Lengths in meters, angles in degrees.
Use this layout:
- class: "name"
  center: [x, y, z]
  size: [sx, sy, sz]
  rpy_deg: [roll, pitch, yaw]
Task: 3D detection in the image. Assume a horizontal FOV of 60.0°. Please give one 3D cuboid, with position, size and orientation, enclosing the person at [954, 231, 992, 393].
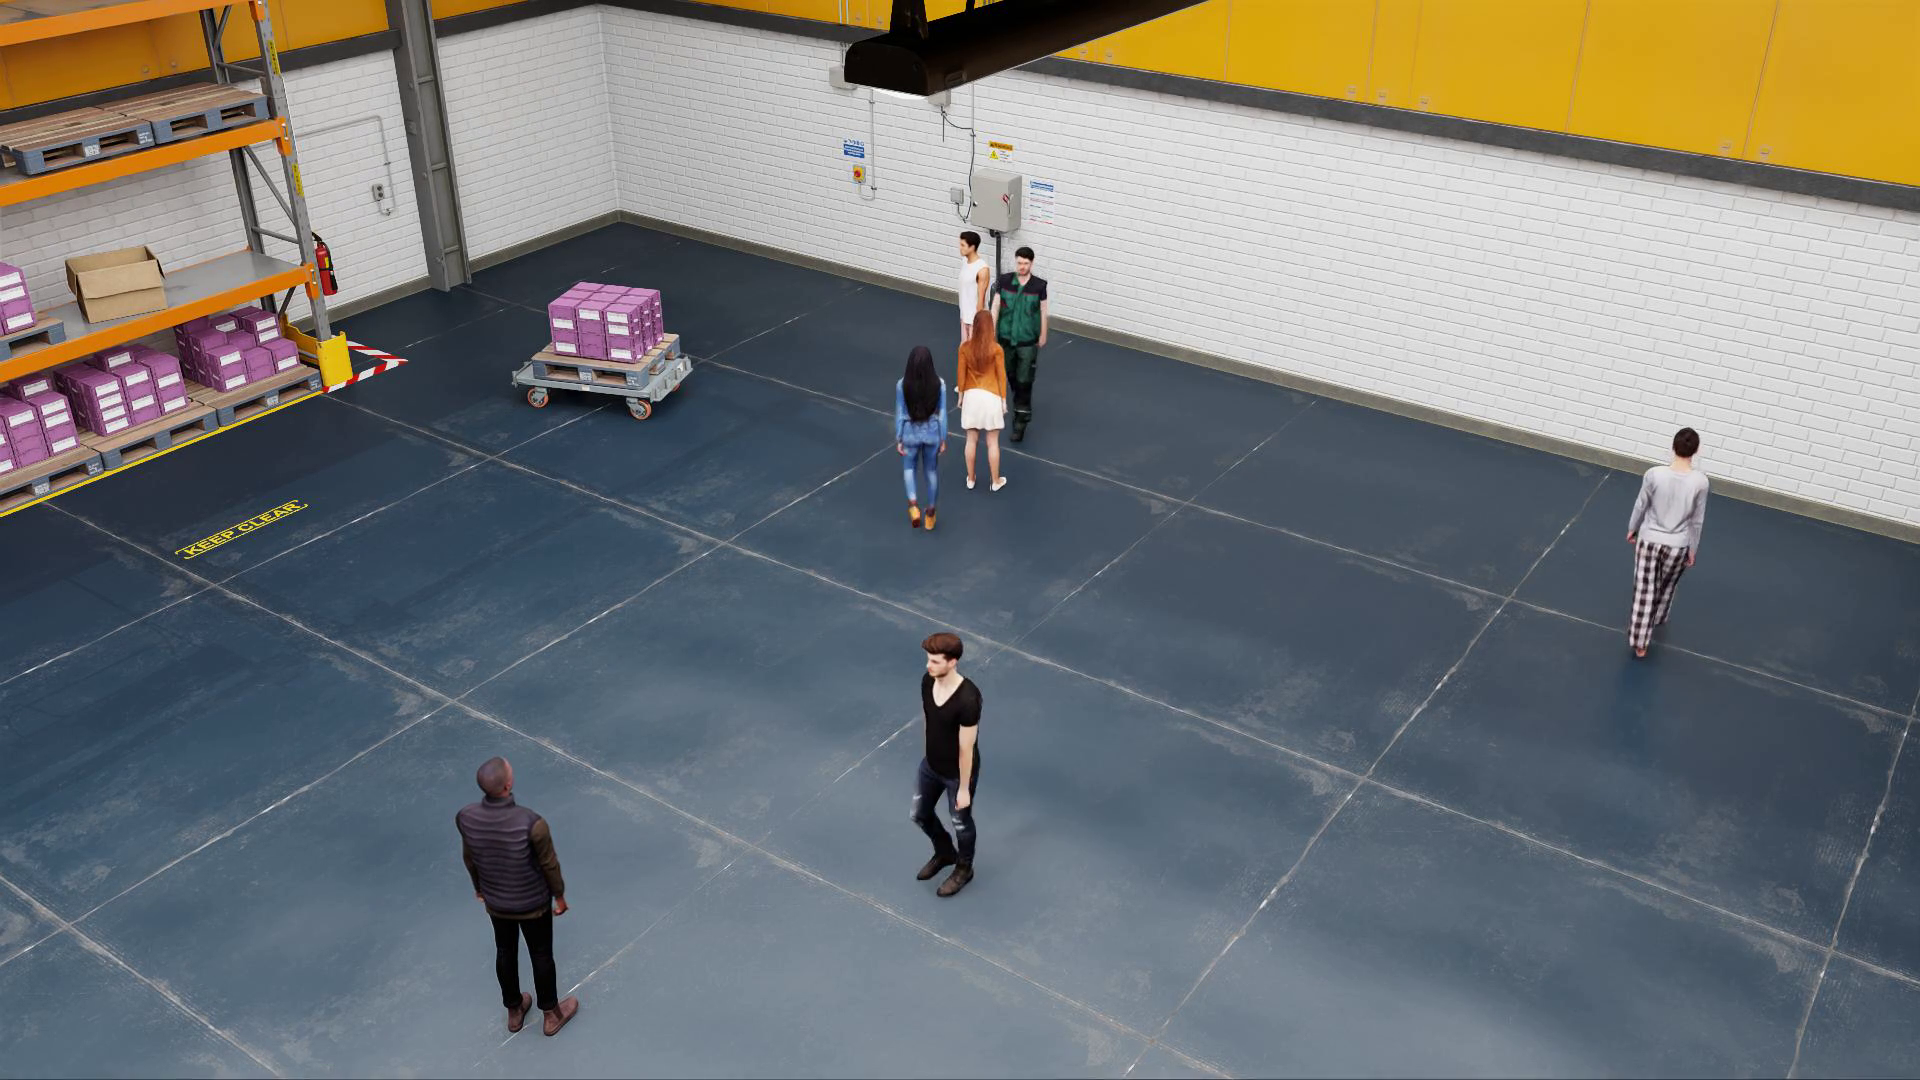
- class: "person"
  center: [0.167, -2.283, 16.936]
  size: [0.736, 1.781, 0.724]
  rpy_deg: [-11, 31, -20]

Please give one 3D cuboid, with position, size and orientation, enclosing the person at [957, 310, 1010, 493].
- class: "person"
  center: [0.199, -1.259, 15.122]
  size: [0.702, 1.720, 0.670]
  rpy_deg: [8, 30, 15]

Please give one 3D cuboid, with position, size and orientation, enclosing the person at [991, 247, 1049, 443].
- class: "person"
  center: [0.581, -1.986, 16.308]
  size: [0.943, 1.860, 1.278]
  rpy_deg: [7, 29, 13]

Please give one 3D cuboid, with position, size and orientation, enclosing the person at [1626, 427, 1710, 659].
- class: "person"
  center: [5.322, 0.067, 12.584]
  size: [0.804, 1.822, 1.066]
  rpy_deg: [11, 30, 19]

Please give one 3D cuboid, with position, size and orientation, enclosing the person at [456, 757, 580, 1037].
- class: "person"
  center: [-2.431, 1.953, 9.111]
  size: [0.771, 1.836, 0.734]
  rpy_deg: [5, 29, 9]

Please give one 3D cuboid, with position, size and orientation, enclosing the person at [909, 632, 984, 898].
- class: "person"
  center: [0.015, 1.346, 10.176]
  size: [0.688, 1.883, 0.738]
  rpy_deg: [-25, 37, -38]

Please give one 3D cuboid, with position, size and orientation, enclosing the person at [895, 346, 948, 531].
- class: "person"
  center: [-0.328, -0.814, 14.333]
  size: [0.823, 1.694, 0.914]
  rpy_deg: [1, 29, 2]
